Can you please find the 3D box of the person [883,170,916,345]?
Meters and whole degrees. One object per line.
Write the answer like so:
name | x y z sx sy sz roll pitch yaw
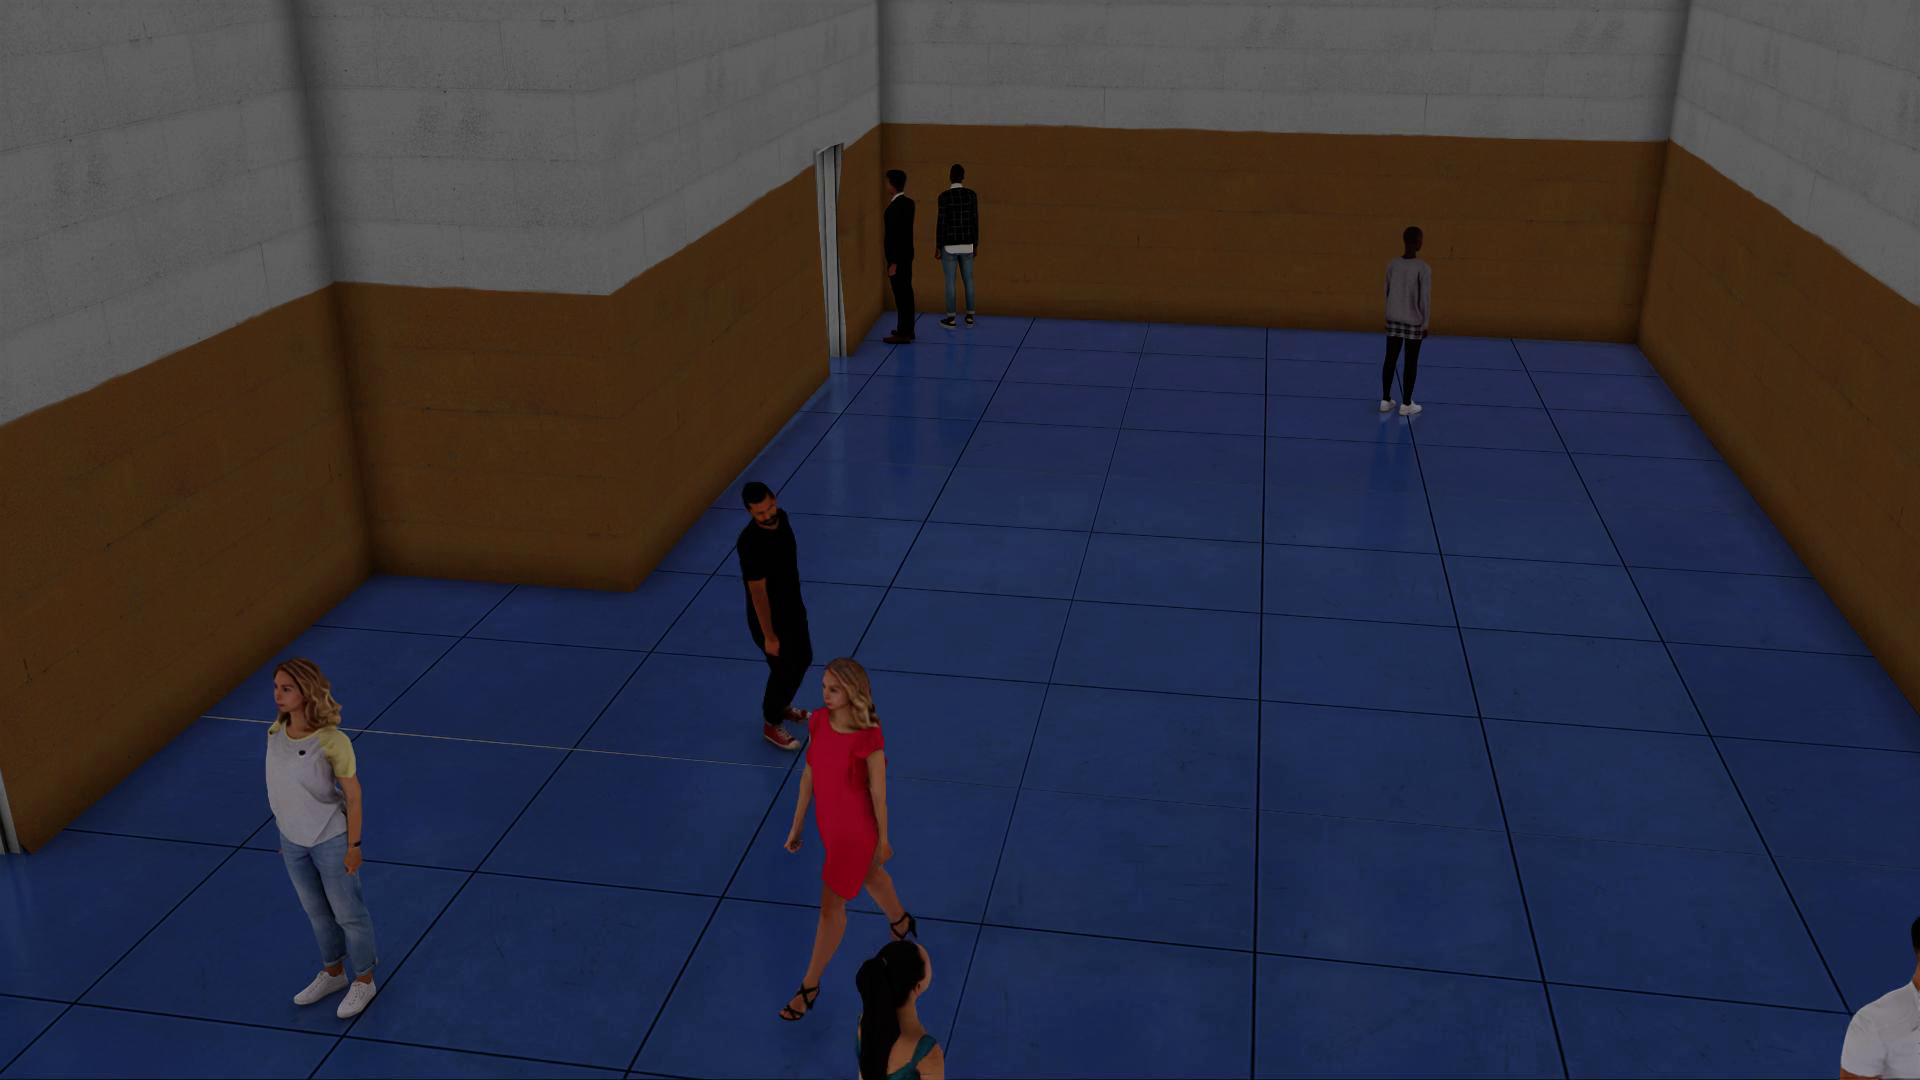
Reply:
person | -0.632 -3.076 18.038 0.580 1.879 0.719 6 23 15

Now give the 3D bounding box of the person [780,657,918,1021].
person | -0.435 1.275 7.482 1.059 1.677 1.079 -19 29 -39

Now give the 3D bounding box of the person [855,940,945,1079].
person | -0.251 2.082 5.478 0.888 1.673 0.864 -19 28 -38

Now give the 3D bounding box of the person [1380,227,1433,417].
person | 4.187 -2.064 15.663 0.649 1.773 0.757 19 29 39

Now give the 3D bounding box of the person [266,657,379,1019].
person | -2.816 1.301 7.334 0.561 1.723 0.730 9 23 21

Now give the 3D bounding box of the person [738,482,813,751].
person | -1.070 0.430 9.555 0.602 1.700 0.807 2 22 4

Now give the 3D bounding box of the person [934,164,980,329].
person | -0.023 -3.308 18.696 0.685 1.820 0.809 -8 23 -19
